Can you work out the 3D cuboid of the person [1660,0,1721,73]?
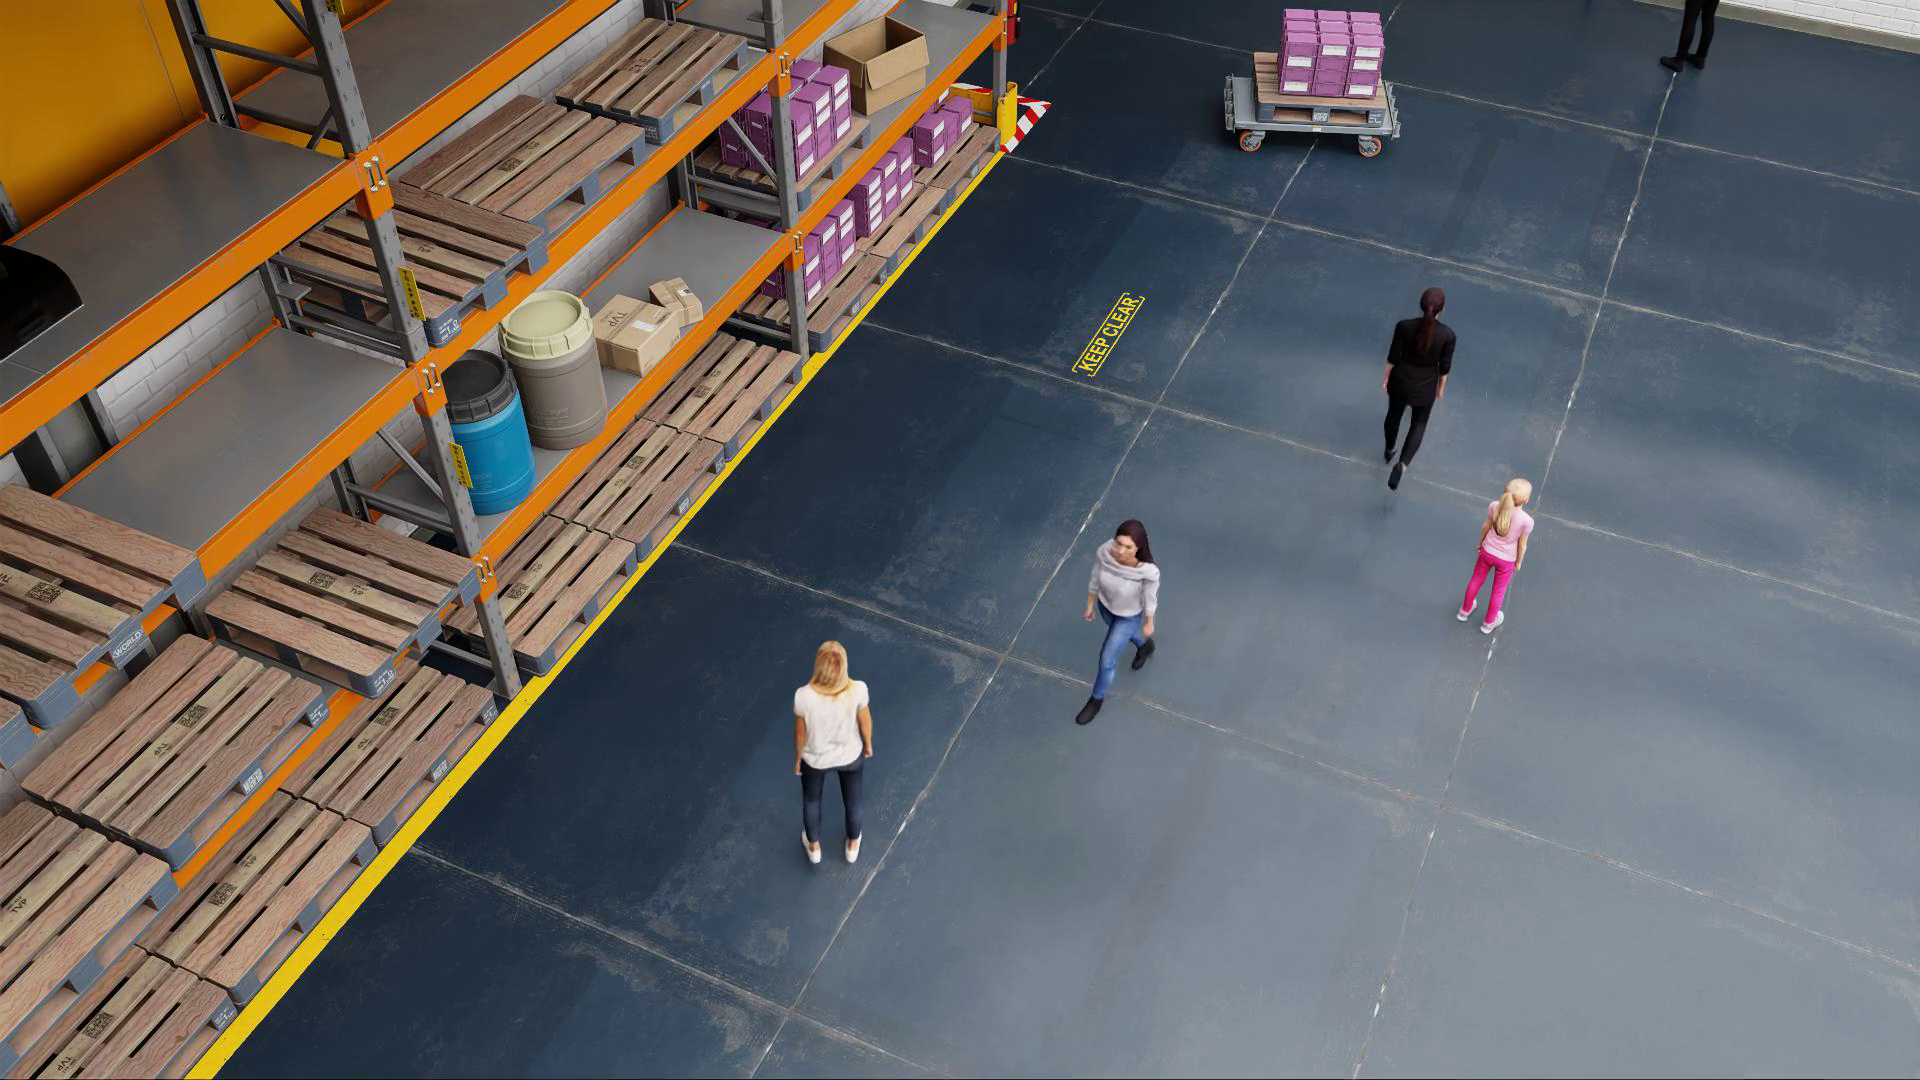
[{"bbox_3d":[7.583,-5.642,16.778,0.724,1.862,0.779,-13,45,-14],"label":"person"}]

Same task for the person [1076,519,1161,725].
[{"bbox_3d":[1.069,0.419,10.614,0.844,1.589,1.142,33,53,30],"label":"person"}]

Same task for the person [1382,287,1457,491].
[{"bbox_3d":[3.287,-1.074,12.142,0.607,1.643,0.911,16,46,16],"label":"person"}]

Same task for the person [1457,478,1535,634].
[{"bbox_3d":[3.625,0.090,11.191,0.530,1.270,0.552,31,52,29],"label":"person"}]

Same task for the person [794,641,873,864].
[{"bbox_3d":[-0.726,1.263,9.569,0.695,1.808,0.719,-8,44,-8],"label":"person"}]
